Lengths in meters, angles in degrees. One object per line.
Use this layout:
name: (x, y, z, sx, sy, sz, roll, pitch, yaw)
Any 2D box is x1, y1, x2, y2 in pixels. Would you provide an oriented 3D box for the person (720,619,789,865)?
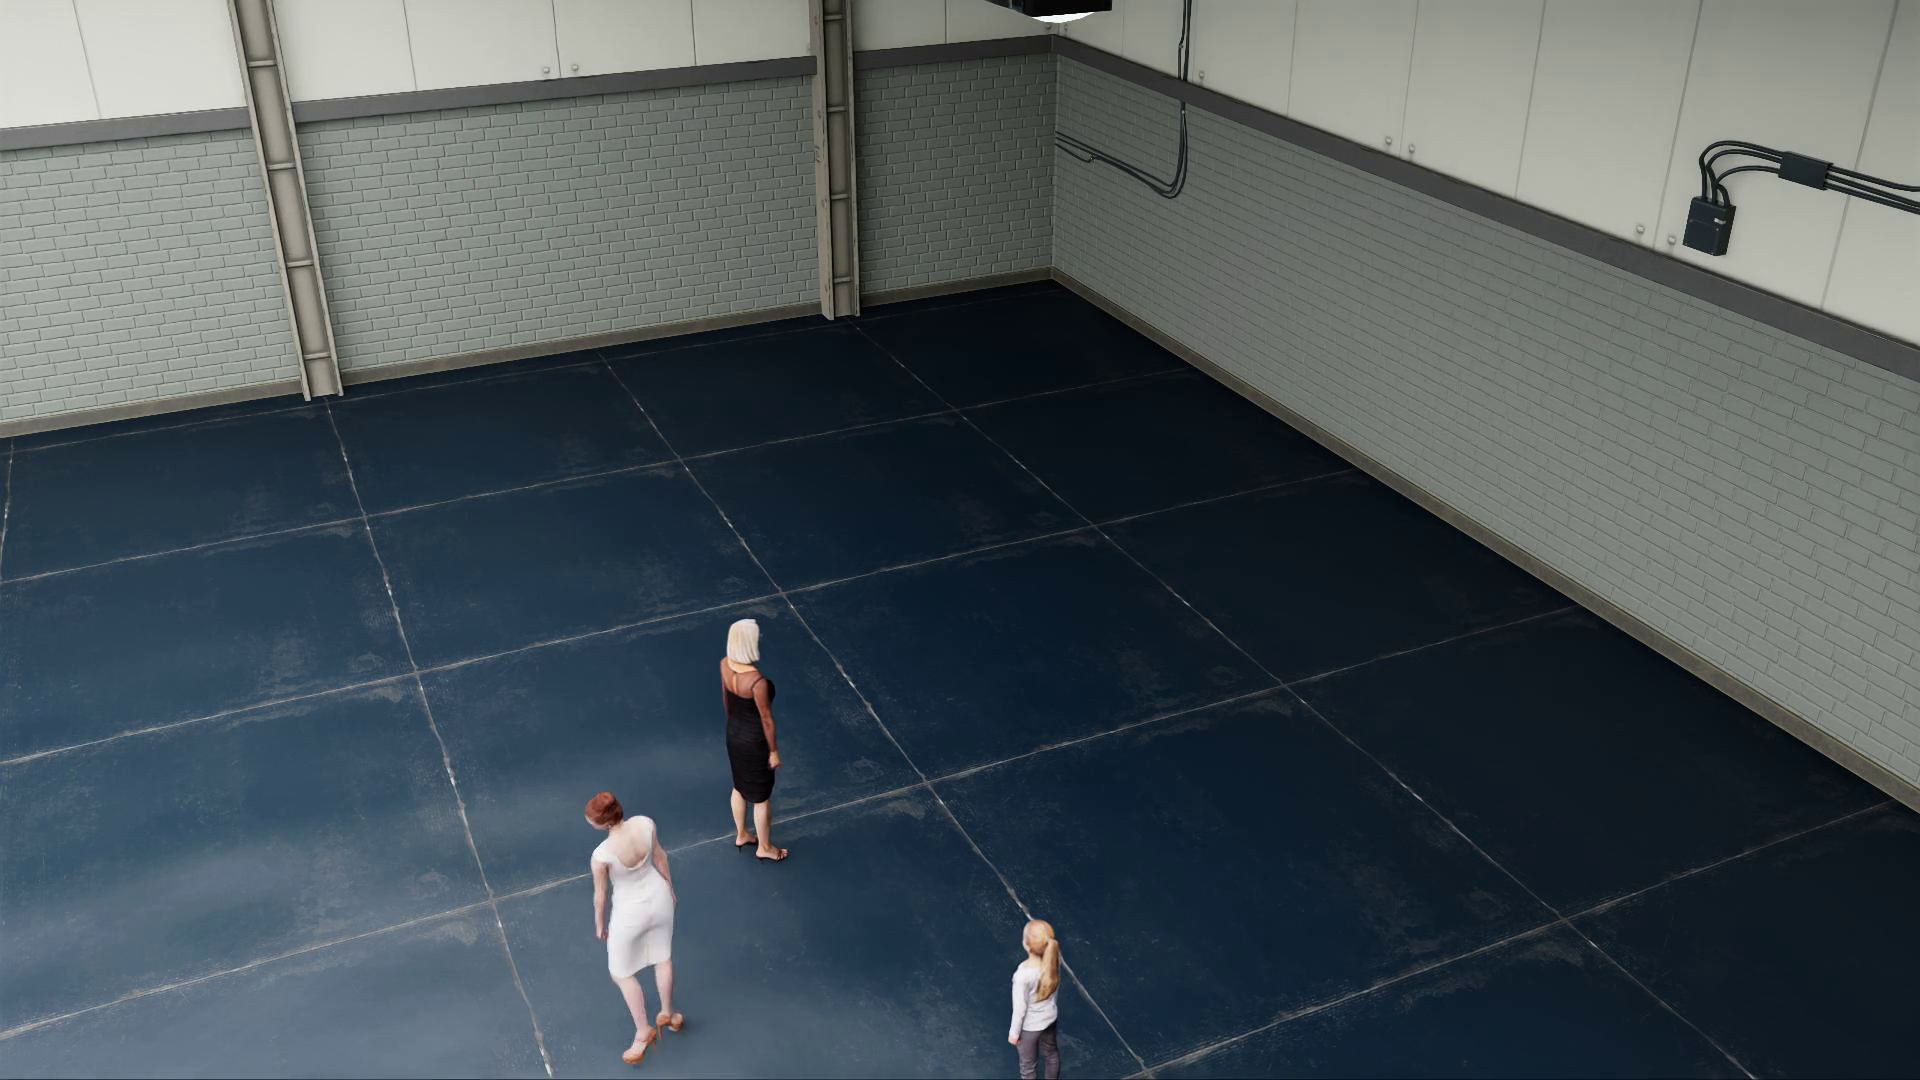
person: (-1.331, 1.276, 10.513, 0.621, 1.747, 0.656, -23, 35, -37)

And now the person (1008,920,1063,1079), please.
person: (0.405, 2.495, 8.656, 0.519, 1.279, 0.615, -24, 36, -39)

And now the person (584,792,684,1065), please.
person: (-1.682, 2.032, 9.020, 0.557, 1.769, 0.744, -13, 30, -23)
